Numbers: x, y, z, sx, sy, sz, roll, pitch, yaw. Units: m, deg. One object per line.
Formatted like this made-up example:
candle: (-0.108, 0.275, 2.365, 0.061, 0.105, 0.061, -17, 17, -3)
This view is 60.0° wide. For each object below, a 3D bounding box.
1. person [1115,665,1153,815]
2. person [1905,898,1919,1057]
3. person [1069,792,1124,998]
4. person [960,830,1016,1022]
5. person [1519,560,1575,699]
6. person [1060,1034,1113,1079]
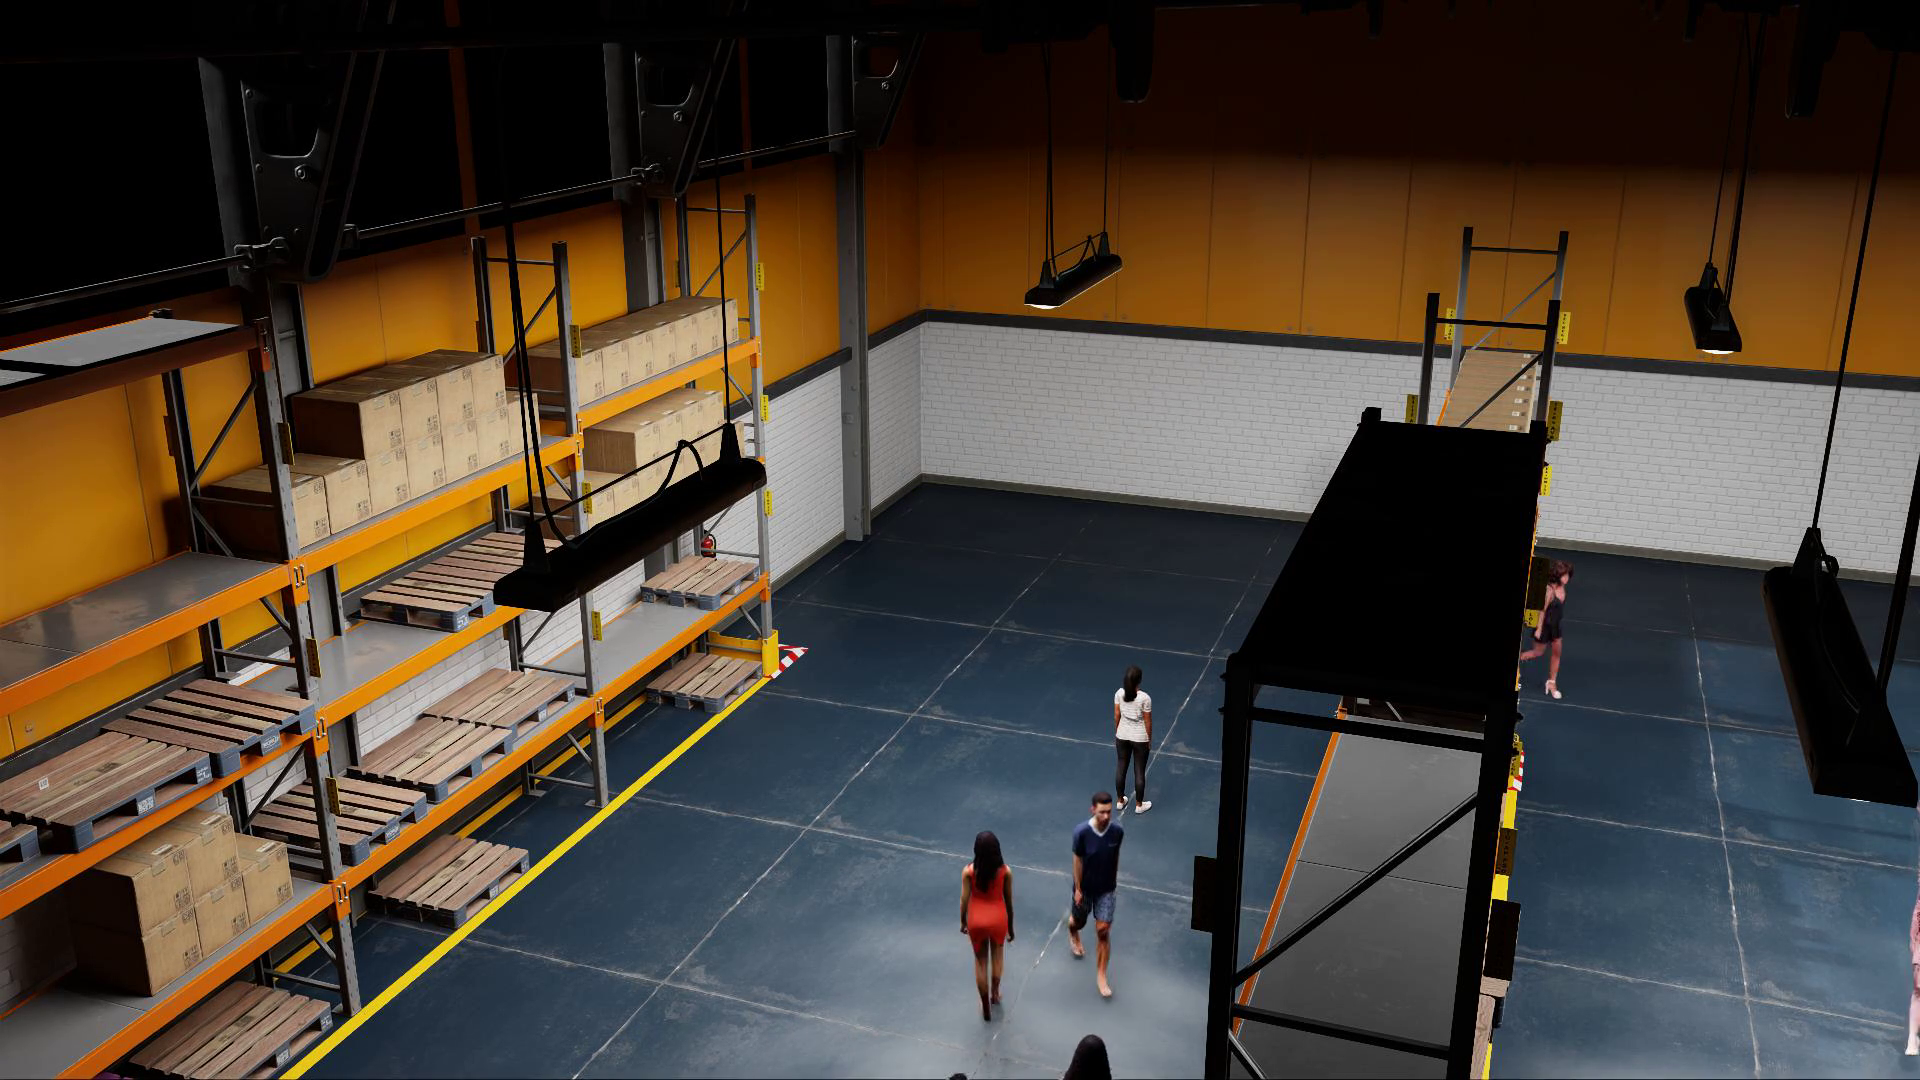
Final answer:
person: (1.814, 2.077, 17.463, 0.596, 1.645, 0.572, 10, 21, 27)
person: (8.046, 3.318, 13.608, 0.816, 1.755, 1.171, 12, 22, 31)
person: (1.139, 2.983, 14.518, 0.975, 1.809, 1.223, -3, 19, -9)
person: (0.236, 3.253, 13.878, 0.713, 1.706, 0.735, -1, 19, -4)
person: (7.104, 1.059, 20.311, 1.059, 1.757, 1.014, -16, 24, -39)
person: (0.837, 4.150, 11.180, 0.603, 1.728, 0.926, 6, 19, 16)
